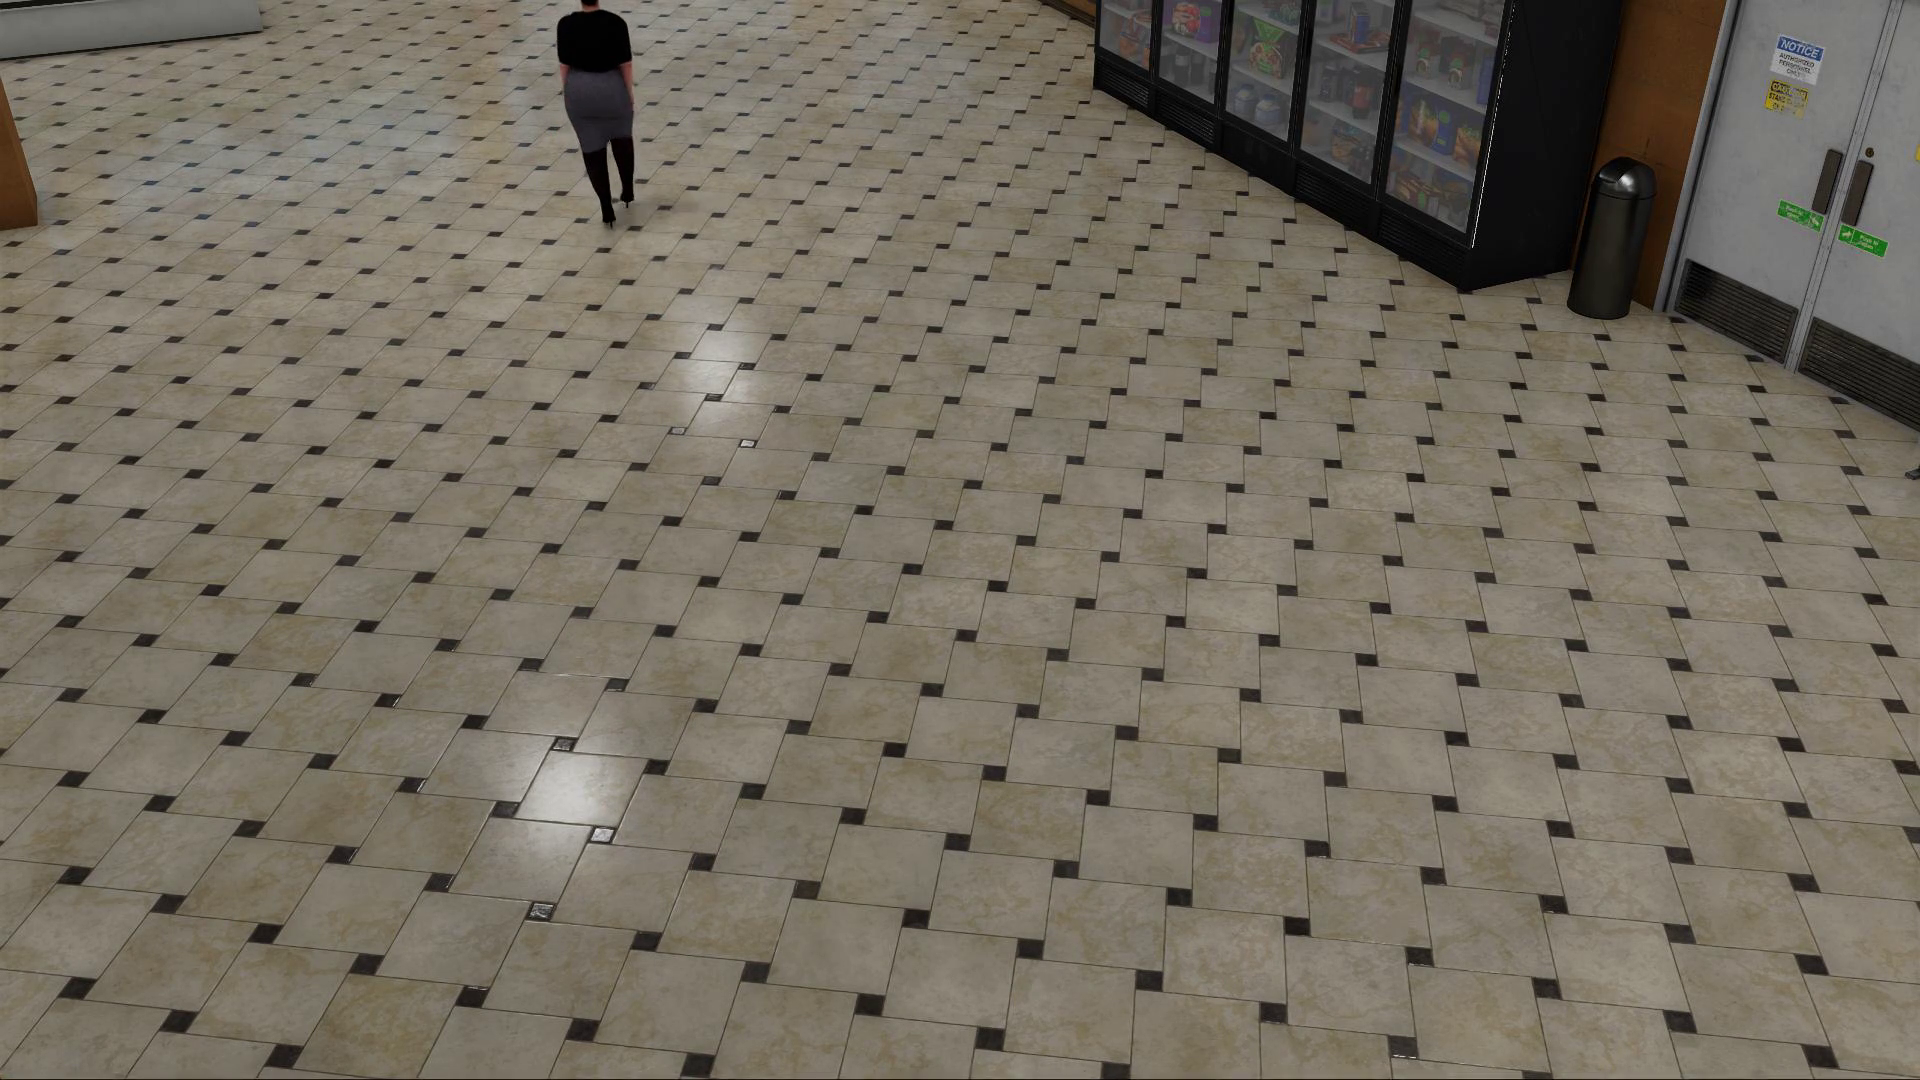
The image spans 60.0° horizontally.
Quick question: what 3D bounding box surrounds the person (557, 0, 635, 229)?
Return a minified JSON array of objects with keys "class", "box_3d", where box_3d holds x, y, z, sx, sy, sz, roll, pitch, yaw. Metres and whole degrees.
[{"class":"person","box_3d":[-2.517,-3.037,11.630,0.776,1.737,0.781,-9,33,-14]}]
